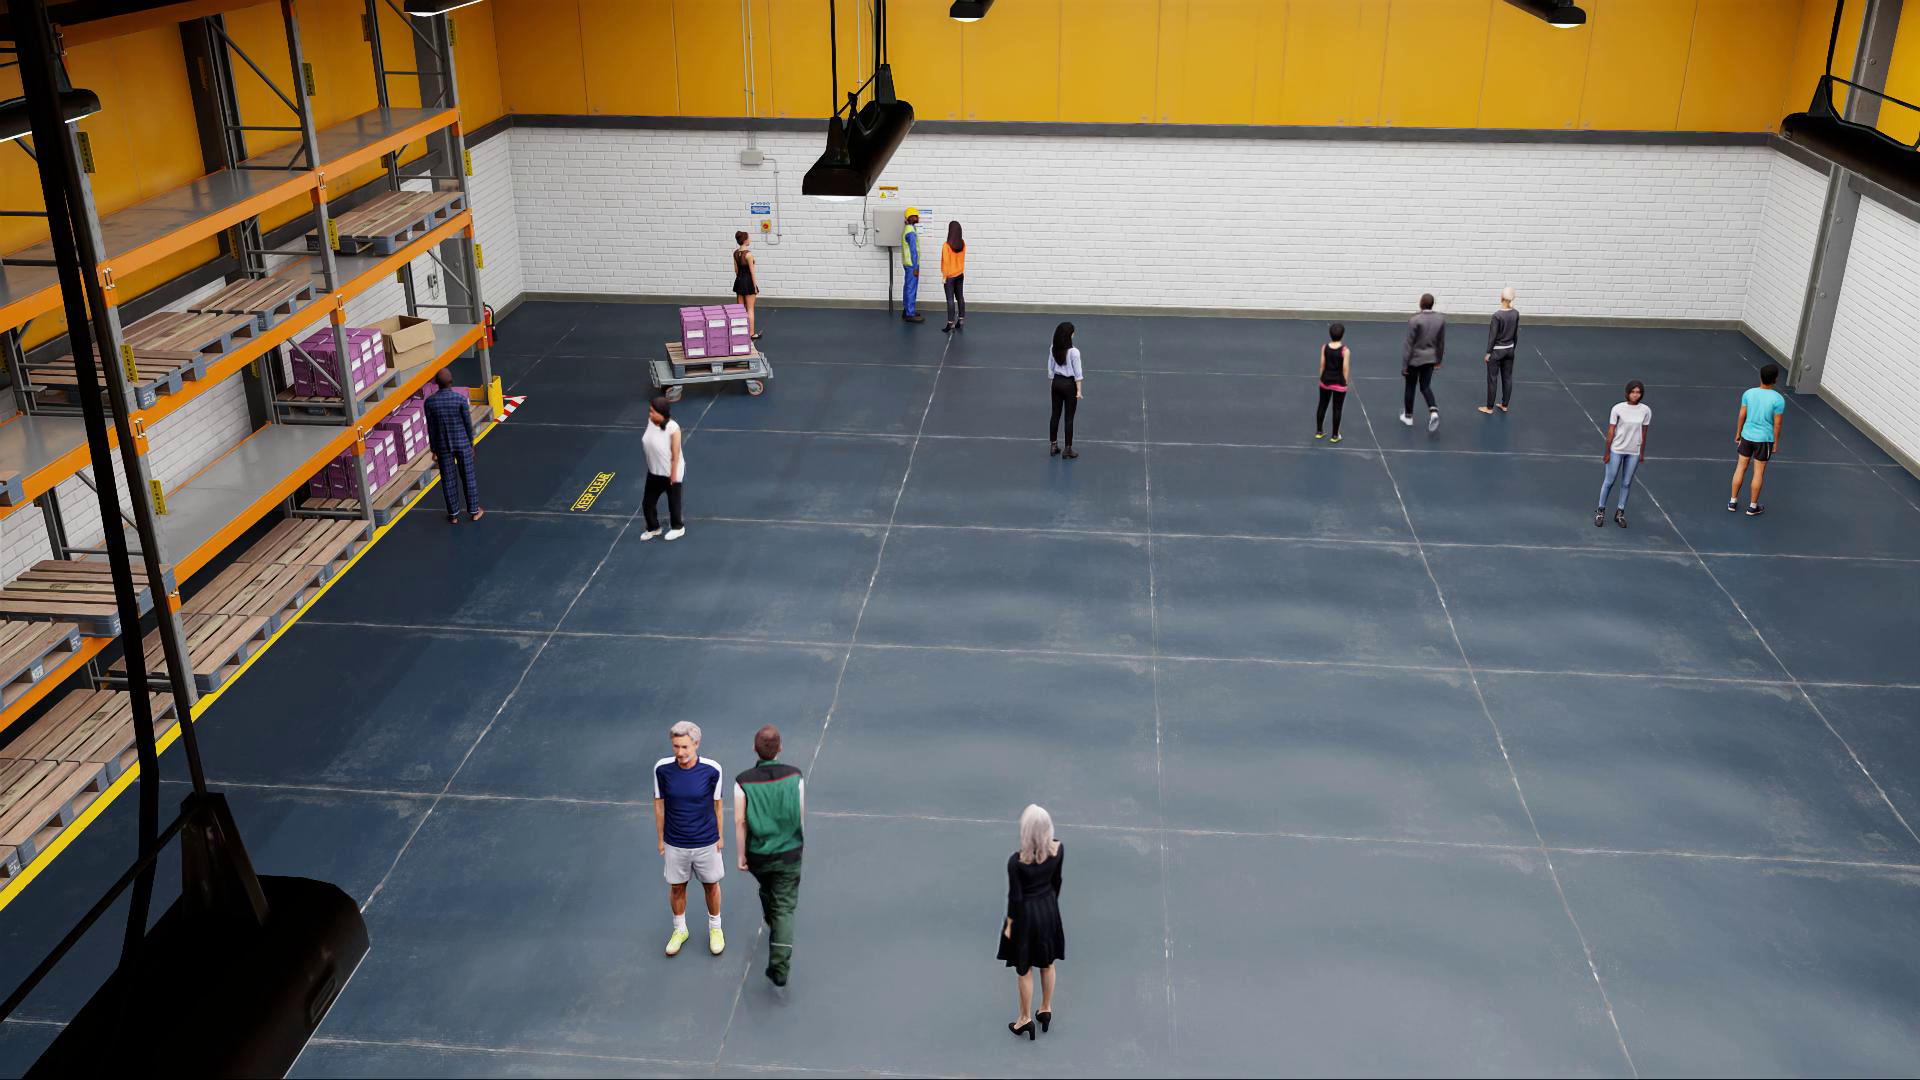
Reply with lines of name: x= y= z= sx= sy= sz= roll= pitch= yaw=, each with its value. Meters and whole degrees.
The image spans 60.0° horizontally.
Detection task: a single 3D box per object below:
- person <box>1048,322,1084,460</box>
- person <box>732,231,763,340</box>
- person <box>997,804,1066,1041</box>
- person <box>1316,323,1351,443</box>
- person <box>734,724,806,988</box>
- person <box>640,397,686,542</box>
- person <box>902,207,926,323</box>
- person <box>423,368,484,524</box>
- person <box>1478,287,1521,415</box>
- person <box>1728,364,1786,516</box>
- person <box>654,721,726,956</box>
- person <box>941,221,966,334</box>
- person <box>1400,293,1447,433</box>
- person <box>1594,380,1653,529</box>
person: x=1.301 y=-1.884 z=20.808 sx=0.735 sy=1.743 sz=0.752 roll=18 pitch=30 yaw=36
person: x=-3.304 y=-3.927 z=25.567 sx=0.678 sy=1.675 sz=0.717 roll=18 pitch=29 yaw=35
person: x=0.478 y=2.477 z=10.826 sx=0.698 sy=1.747 sz=0.740 roll=-14 pitch=27 yaw=-30
person: x=4.805 y=-2.038 z=21.396 sx=0.633 sy=1.553 sz=0.671 roll=18 pitch=29 yaw=35
person: x=-1.283 y=2.199 z=11.413 sx=0.742 sy=1.786 sz=1.196 roll=-3 pitch=24 yaw=-6
person: x=-3.233 y=-0.807 z=18.430 sx=0.859 sy=1.674 sz=0.914 roll=19 pitch=30 yaw=37
person: x=-0.771 y=-4.405 z=26.488 sx=0.782 sy=1.812 sz=0.593 roll=-4 pitch=24 yaw=-9
person: x=-5.752 y=-1.076 z=18.866 sx=0.736 sy=1.818 sz=0.723 roll=-6 pitch=24 yaw=-13
person: x=7.290 y=-2.559 z=22.374 sx=0.677 sy=1.726 sz=0.656 roll=-8 pitch=25 yaw=-17
person: x=9.157 y=-1.161 z=19.112 sx=0.692 sy=1.776 sz=0.718 roll=20 pitch=30 yaw=38
person: x=-1.884 y=2.067 z=11.650 sx=0.661 sy=1.839 sz=0.597 roll=-1 pitch=24 yaw=-2
person: x=-0.096 y=-4.113 z=25.900 sx=0.770 sy=1.748 sz=0.687 roll=21 pitch=31 yaw=39
person: x=6.056 y=-2.291 z=21.665 sx=0.899 sy=1.803 sz=1.096 roll=-5 pitch=24 yaw=-10
person: x=7.496 y=-0.978 z=18.765 sx=0.590 sy=1.719 sz=0.510 roll=3 pitch=24 yaw=7
